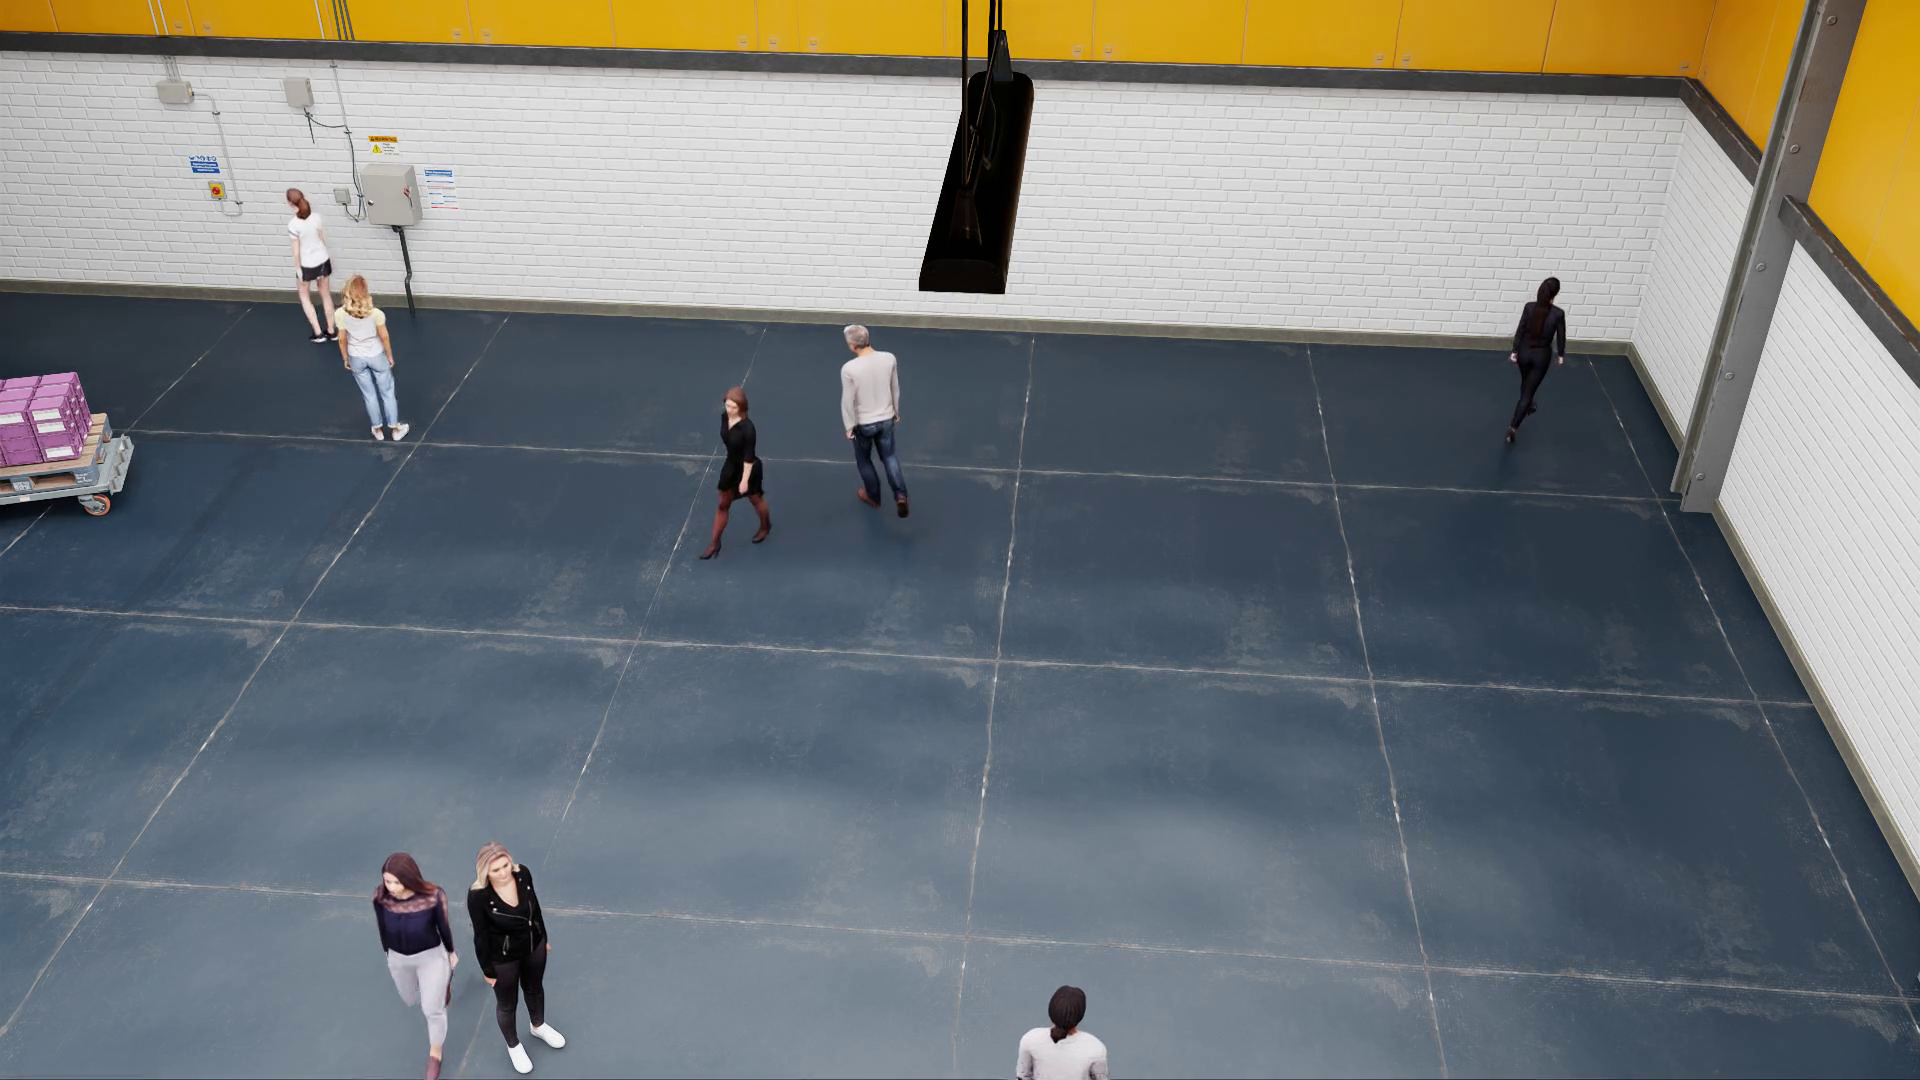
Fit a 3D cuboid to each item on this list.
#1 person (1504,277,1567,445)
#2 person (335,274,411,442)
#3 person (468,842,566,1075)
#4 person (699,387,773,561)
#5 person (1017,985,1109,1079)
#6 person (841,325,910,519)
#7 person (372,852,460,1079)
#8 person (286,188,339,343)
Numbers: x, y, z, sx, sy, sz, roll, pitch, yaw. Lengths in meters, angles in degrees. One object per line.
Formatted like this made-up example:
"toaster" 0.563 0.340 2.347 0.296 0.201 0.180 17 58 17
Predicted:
"person" 5.522 -1.697 16.065 0.960 1.661 1.146 22 40 30
"person" -5.729 -1.753 16.095 0.681 1.720 0.636 -10 35 -14
"person" -2.639 2.428 9.835 0.755 1.686 0.664 26 42 34
"person" -1.811 -0.618 14.436 1.081 1.666 0.986 -27 42 -34
"person" 0.511 3.072 8.835 0.688 1.721 0.700 6 34 10
"person" -0.749 -1.010 14.842 1.058 1.869 1.189 -16 37 -22
"person" -3.194 2.452 9.885 0.596 1.590 0.892 2 34 3
"person" -6.889 -2.916 17.824 0.783 1.744 0.715 26 41 33
